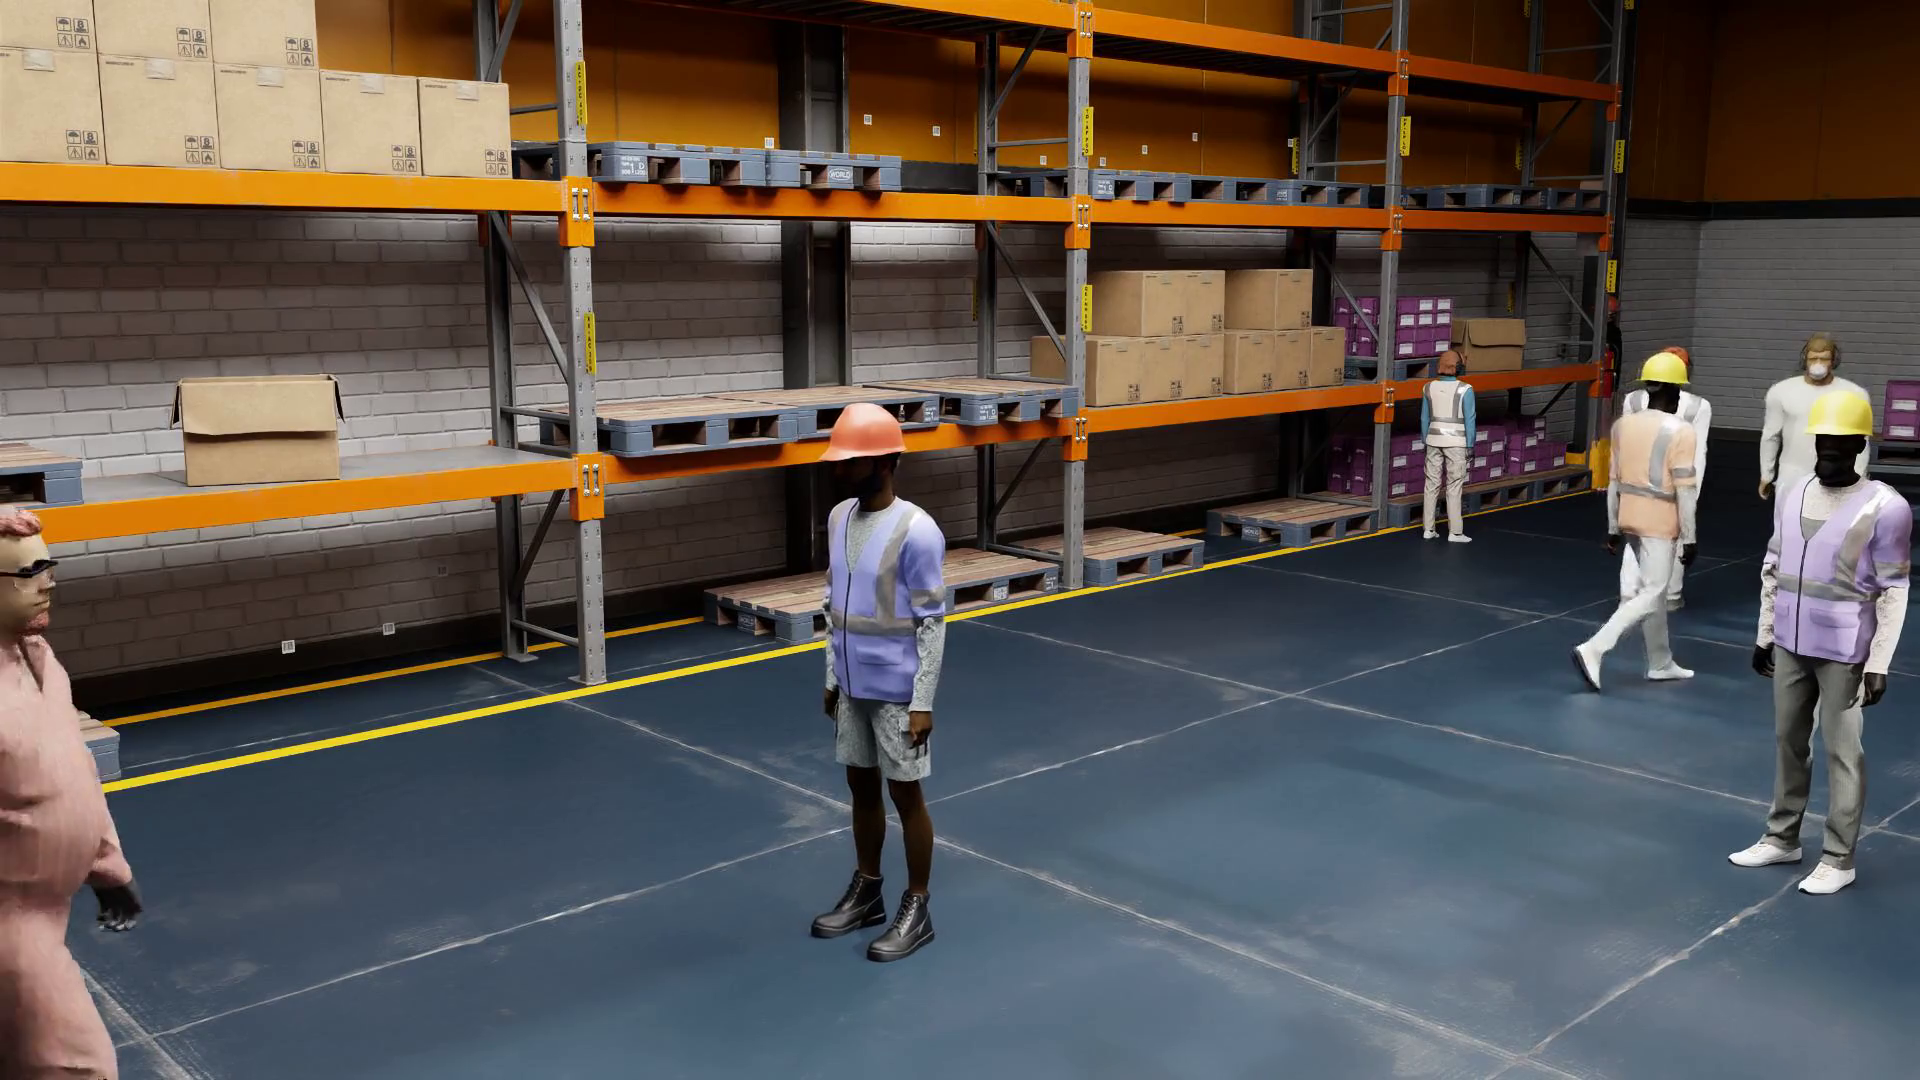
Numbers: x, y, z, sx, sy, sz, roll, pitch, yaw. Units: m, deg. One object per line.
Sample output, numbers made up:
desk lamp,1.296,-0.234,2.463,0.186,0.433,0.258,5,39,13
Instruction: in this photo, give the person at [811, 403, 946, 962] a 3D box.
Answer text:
person,-0.299,0.491,5.766,0.378,1.936,0.548,-9,13,-42

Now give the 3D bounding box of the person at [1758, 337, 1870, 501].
person,5.719,-0.408,11.163,0.658,1.885,1.000,5,11,26

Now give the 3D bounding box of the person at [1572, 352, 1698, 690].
person,3.823,-0.098,9.310,0.855,1.901,0.593,-3,10,-16

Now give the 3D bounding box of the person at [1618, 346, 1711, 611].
person,4.682,-0.375,11.142,0.578,1.843,0.975,6,12,33

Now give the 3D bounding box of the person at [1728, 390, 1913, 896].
person,3.313,0.387,6.395,0.352,1.929,0.594,-4,10,-22

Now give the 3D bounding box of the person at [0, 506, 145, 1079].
person,-2.050,0.851,3.818,0.836,1.874,0.672,-2,10,-11

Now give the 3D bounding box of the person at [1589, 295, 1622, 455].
person,7.289,-1.775,18.878,0.393,1.991,0.634,6,11,31

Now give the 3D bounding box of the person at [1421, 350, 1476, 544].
person,4.143,-0.790,14.140,0.310,1.639,0.514,-8,13,-41

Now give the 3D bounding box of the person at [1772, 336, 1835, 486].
person,9.060,-1.376,17.665,0.802,1.596,0.557,-2,10,-13
